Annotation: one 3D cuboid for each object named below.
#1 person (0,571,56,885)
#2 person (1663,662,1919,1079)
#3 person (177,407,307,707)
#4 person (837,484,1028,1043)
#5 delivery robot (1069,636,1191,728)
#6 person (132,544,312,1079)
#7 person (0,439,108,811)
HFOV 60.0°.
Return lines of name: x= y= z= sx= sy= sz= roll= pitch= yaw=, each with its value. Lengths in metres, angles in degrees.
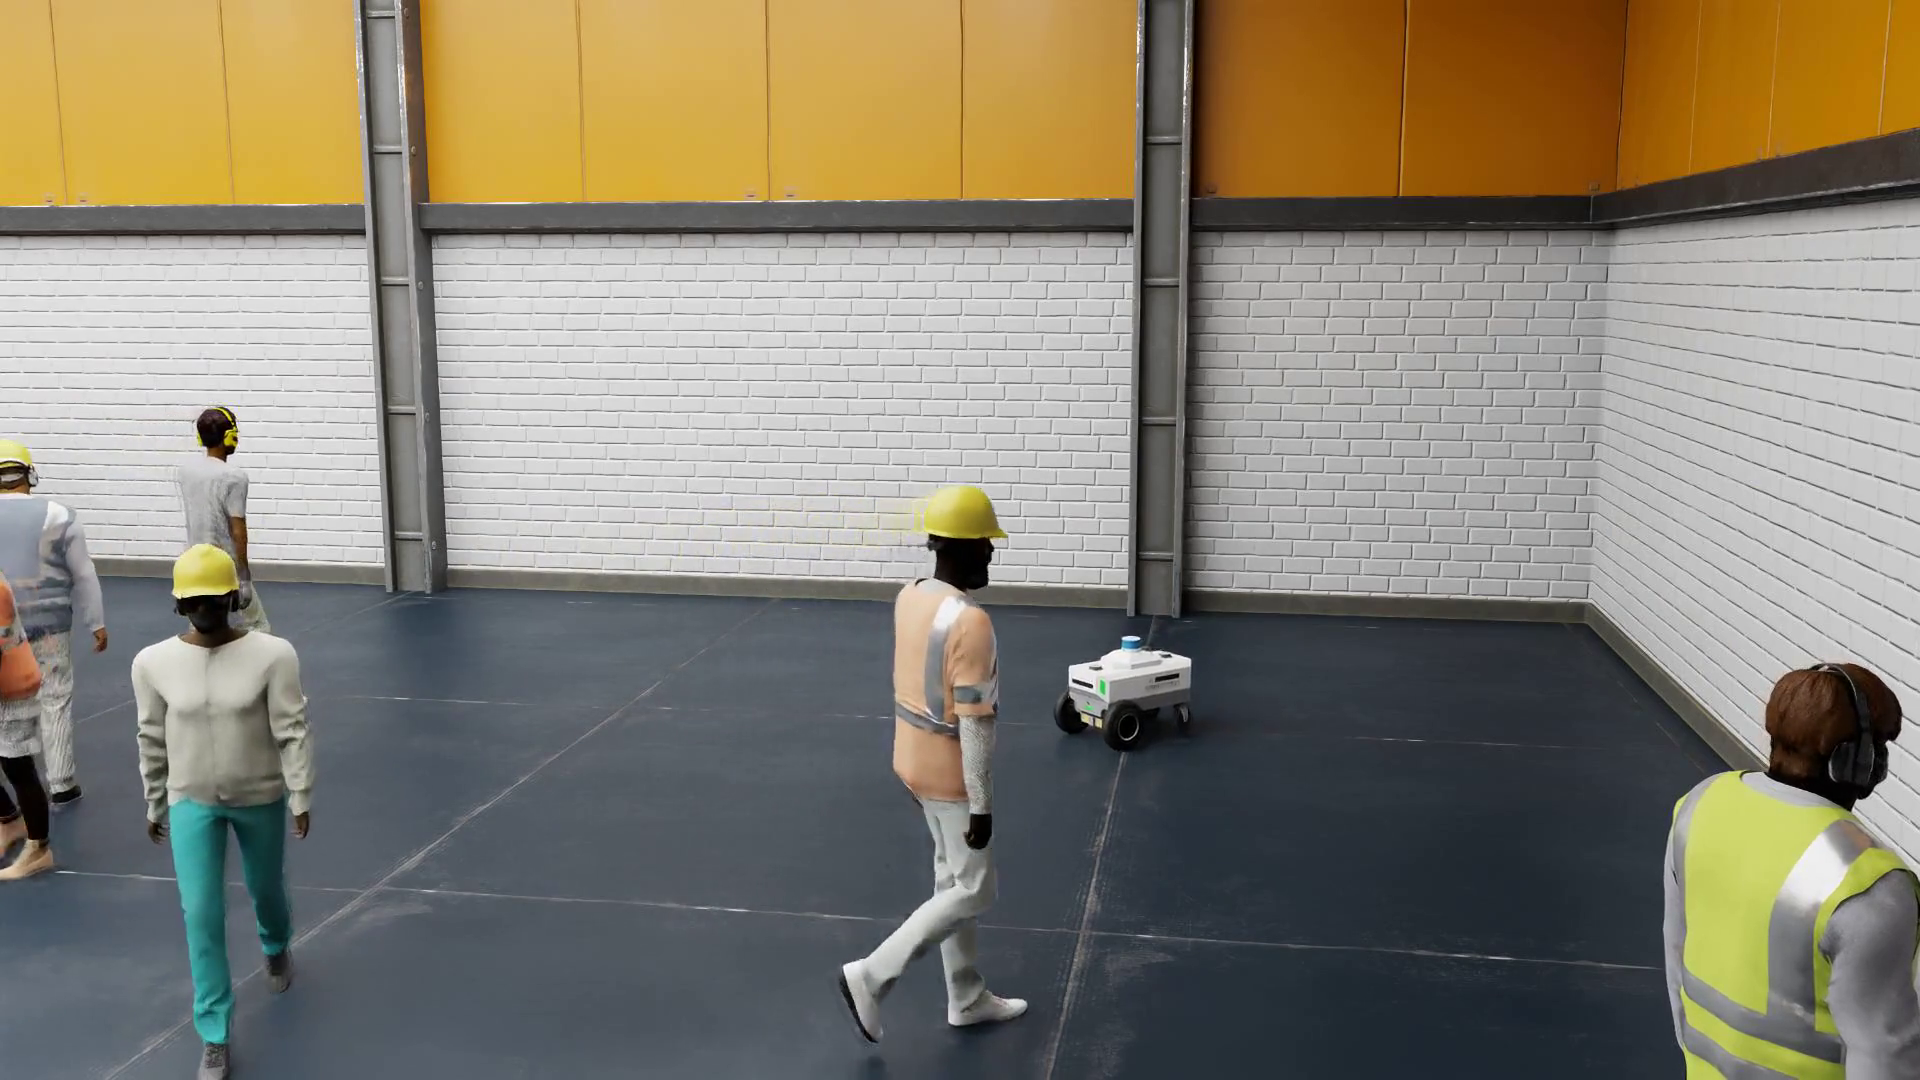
person: x=-4.095 y=0.640 z=7.023 sx=0.545 sy=1.677 sz=0.394 roll=7 pitch=12 yaw=37
person: x=1.697 y=1.149 z=3.378 sx=0.429 sy=1.840 sz=0.637 roll=-2 pitch=9 yaw=-11
person: x=-4.134 y=0.163 z=9.472 sx=0.546 sy=1.840 sz=0.800 roll=3 pitch=10 yaw=17
person: x=-0.084 y=0.763 z=5.545 sx=0.666 sy=1.909 sz=0.599 roll=-4 pitch=10 yaw=-24
delivery robot: x=0.957 y=0.783 z=9.302 sx=0.707 sy=0.478 sz=0.477 roll=-7 pitch=11 yaw=-35
person: x=-2.474 y=0.842 z=5.636 sx=0.531 sy=1.727 sz=0.904 roll=-3 pitch=10 yaw=-18
person: x=-4.529 y=0.416 z=8.050 sx=0.710 sy=1.789 sz=0.510 roll=-4 pitch=10 yaw=-22
